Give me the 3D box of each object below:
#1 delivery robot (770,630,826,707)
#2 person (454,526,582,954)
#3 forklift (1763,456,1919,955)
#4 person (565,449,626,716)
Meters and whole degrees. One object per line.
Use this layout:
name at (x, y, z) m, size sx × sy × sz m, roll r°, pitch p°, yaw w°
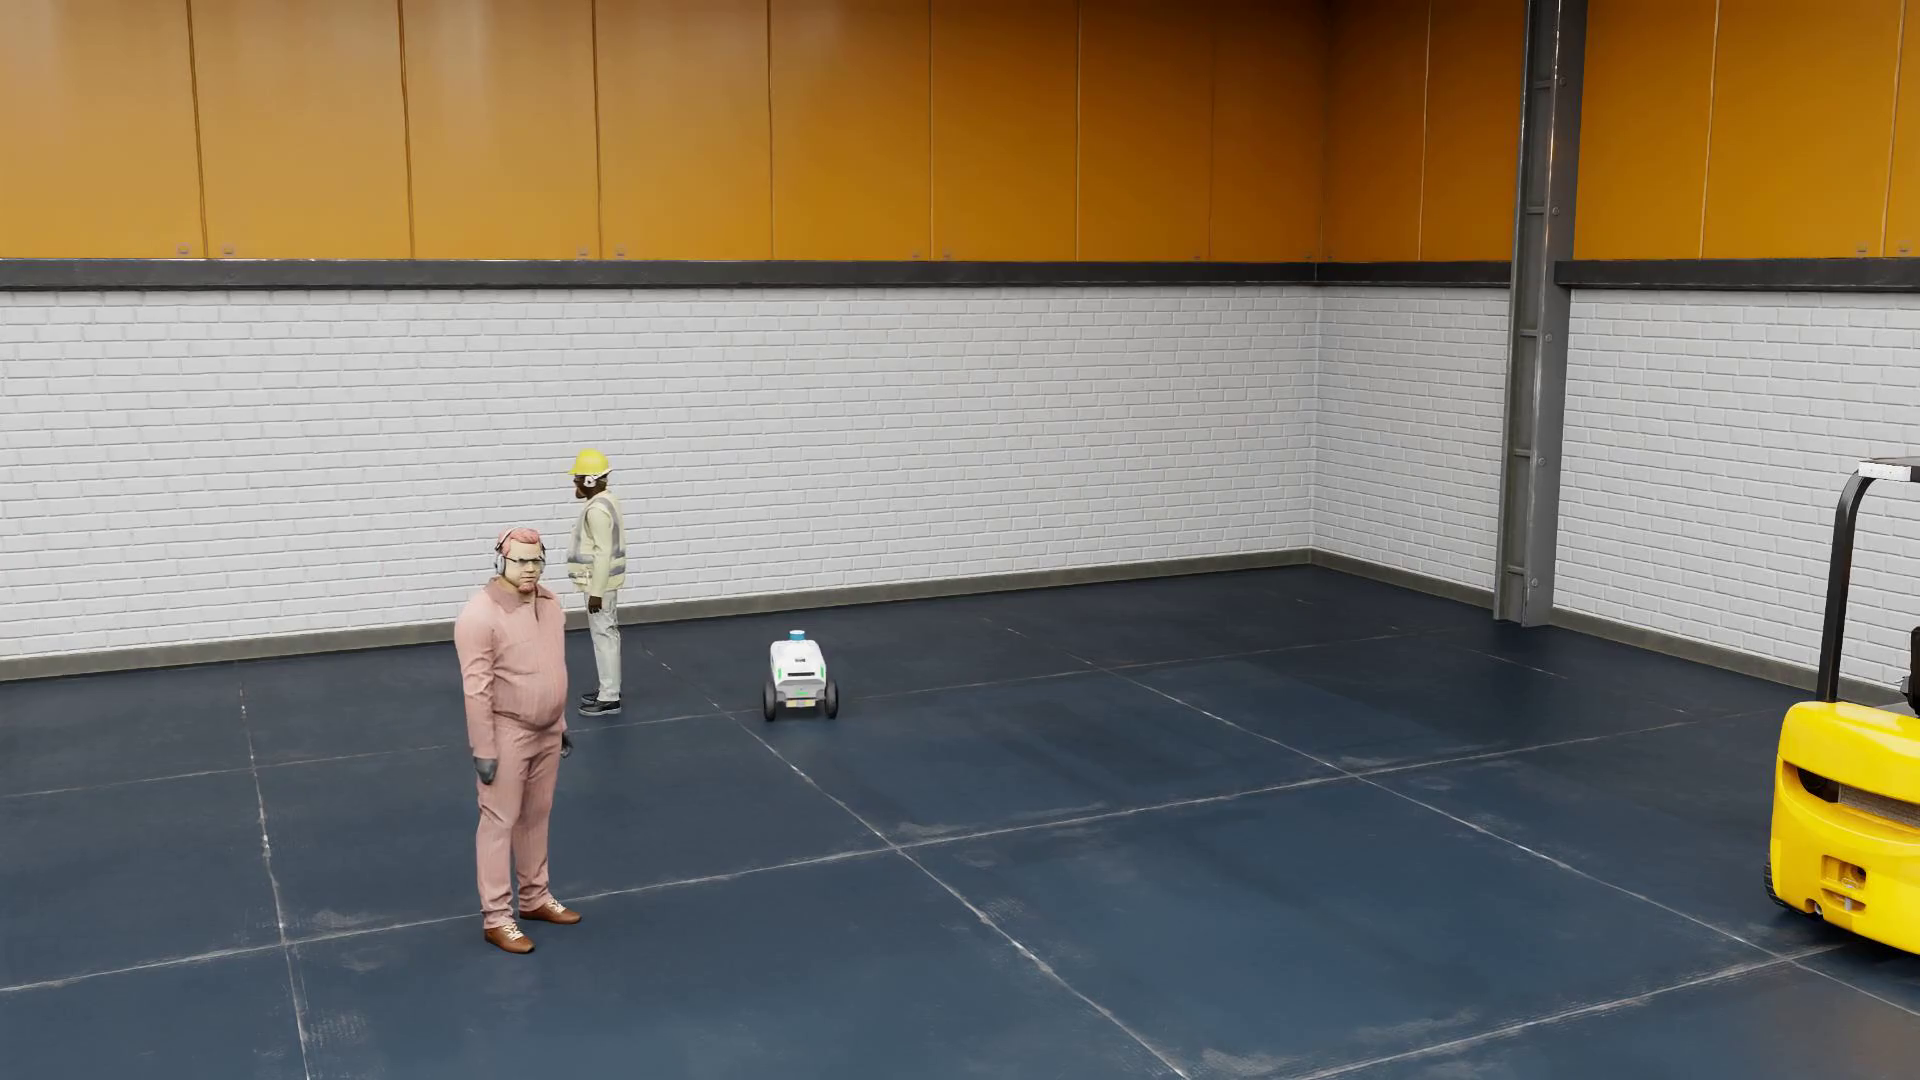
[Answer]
delivery robot at (-1.122, 0.868, 11.471) m, size 0.477 × 0.478 × 0.707 m, roll -2°, pitch 9°, yaw -10°
person at (-1.969, 0.880, 7.538) m, size 0.400 × 1.905 × 0.643 m, roll 4°, pitch 10°, yaw 24°
forklift at (4.857, 0.731, 7.561) m, size 2.313 × 2.155 × 1.214 m, roll -4°, pitch 10°, yaw -25°
person at (-2.498, 0.286, 11.439) m, size 0.404 × 1.829 × 0.605 m, roll -1°, pitch 9°, yaw -8°
